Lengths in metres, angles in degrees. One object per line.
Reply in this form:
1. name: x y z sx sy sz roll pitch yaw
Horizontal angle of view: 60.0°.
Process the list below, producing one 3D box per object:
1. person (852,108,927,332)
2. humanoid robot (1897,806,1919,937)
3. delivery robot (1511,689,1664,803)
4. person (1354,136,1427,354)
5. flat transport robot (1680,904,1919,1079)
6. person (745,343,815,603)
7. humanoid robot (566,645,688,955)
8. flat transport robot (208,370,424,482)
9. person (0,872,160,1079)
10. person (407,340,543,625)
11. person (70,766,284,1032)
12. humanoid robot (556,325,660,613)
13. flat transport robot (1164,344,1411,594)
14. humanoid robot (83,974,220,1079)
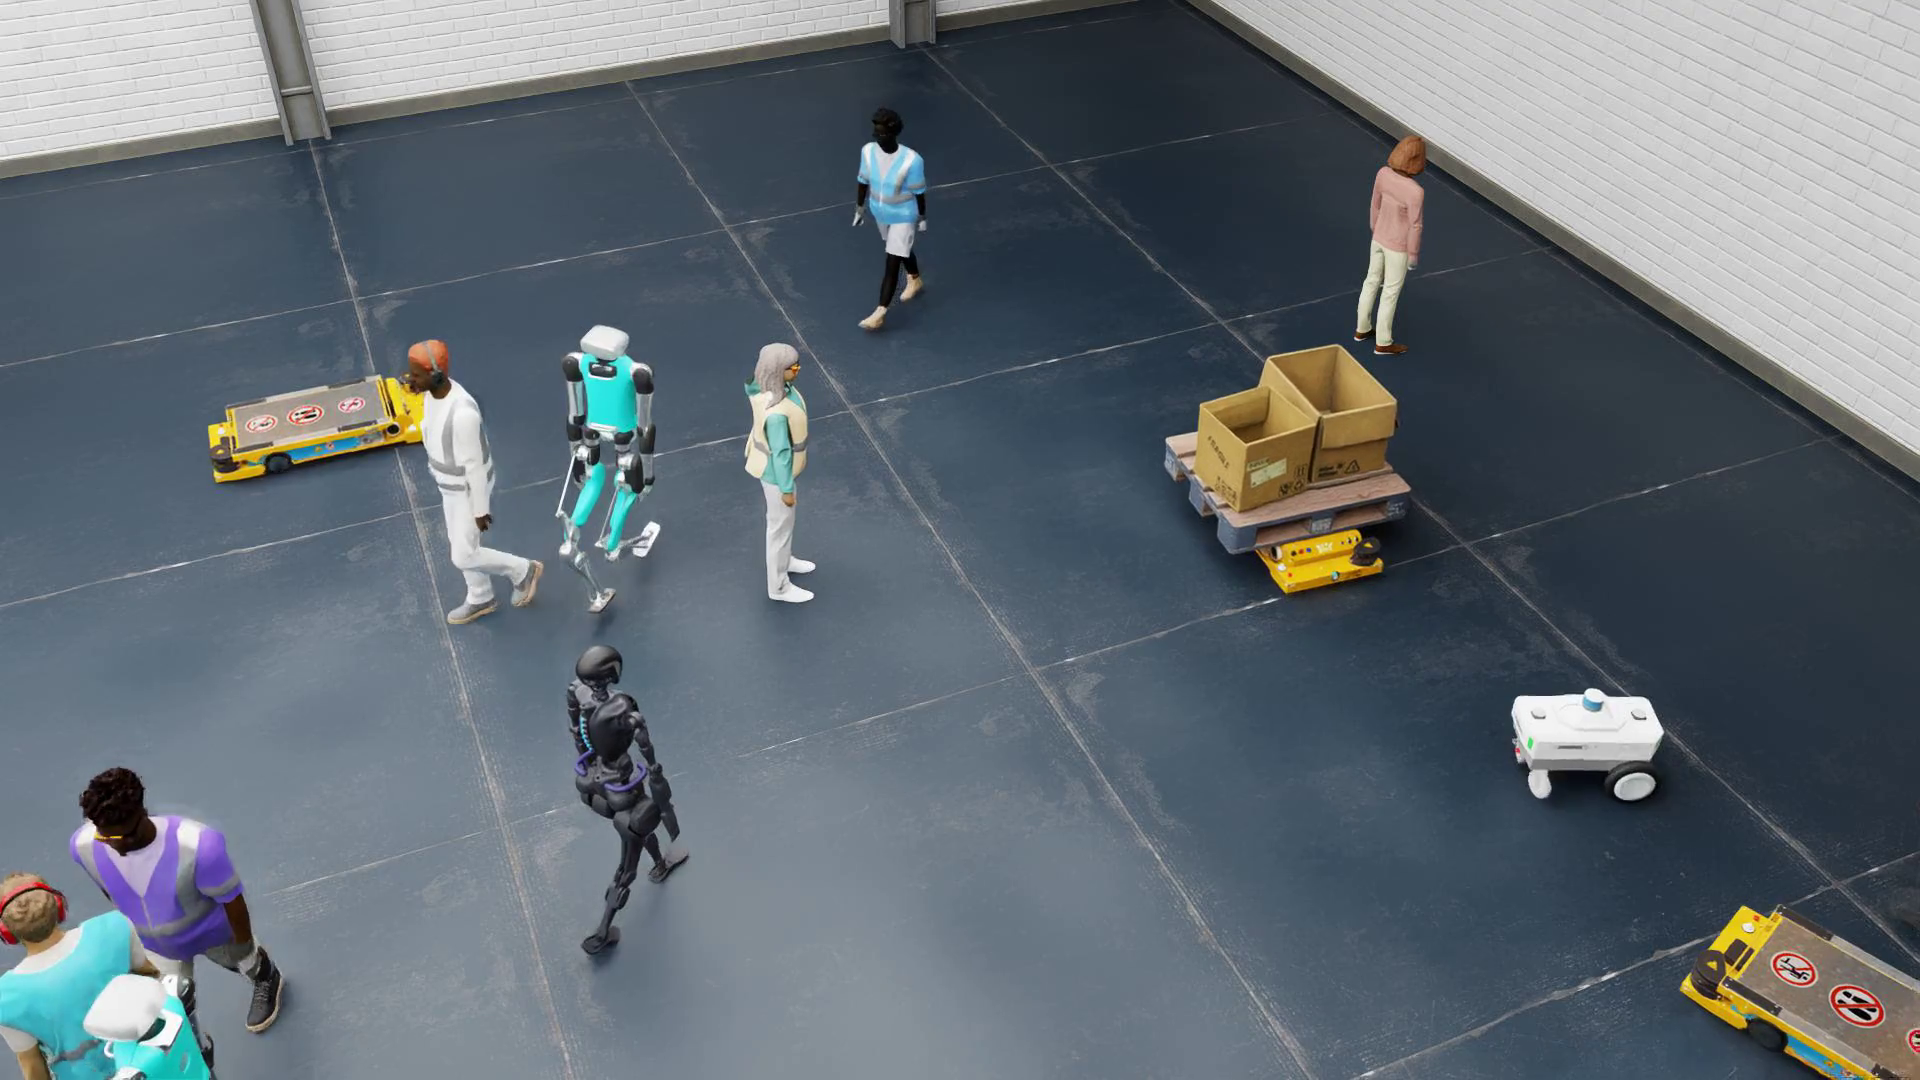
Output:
1. person: -0.524 -2.388 12.242 0.540 1.639 0.919 23 43 27
2. humanoid robot: 4.776 1.184 7.584 0.610 1.639 0.399 -1 38 -2
3. delivery robot: 3.263 1.034 8.685 0.732 0.585 0.523 1 38 1
4. person: 3.102 -2.109 11.896 0.278 1.633 0.498 -16 40 -20
5. flat transport robot: 4.057 2.190 7.423 1.431 0.231 0.659 31 47 34
6. person: -1.046 -0.388 9.602 0.375 1.700 0.458 -4 38 -6
7. humanoid robot: -1.579 1.152 7.662 0.589 1.628 0.789 23 43 27
8. flat transport robot: -4.332 -0.780 11.289 1.431 0.231 0.659 -14 40 -18
9. person: -3.329 1.963 6.461 0.879 1.803 0.576 29 46 32
10. person: -2.778 -0.309 9.363 0.486 1.867 0.596 -24 43 -27
11. person: -3.192 1.600 6.845 0.614 1.910 1.036 -2 38 -3
12. humanoid robot: -2.031 -0.337 9.496 0.558 1.720 1.009 8 38 10
13. flat transport robot: 2.044 -0.211 10.548 0.659 0.231 1.431 -12 39 -15
14. humanoid robot: -3.084 2.252 6.170 0.780 1.810 0.539 1 38 1
